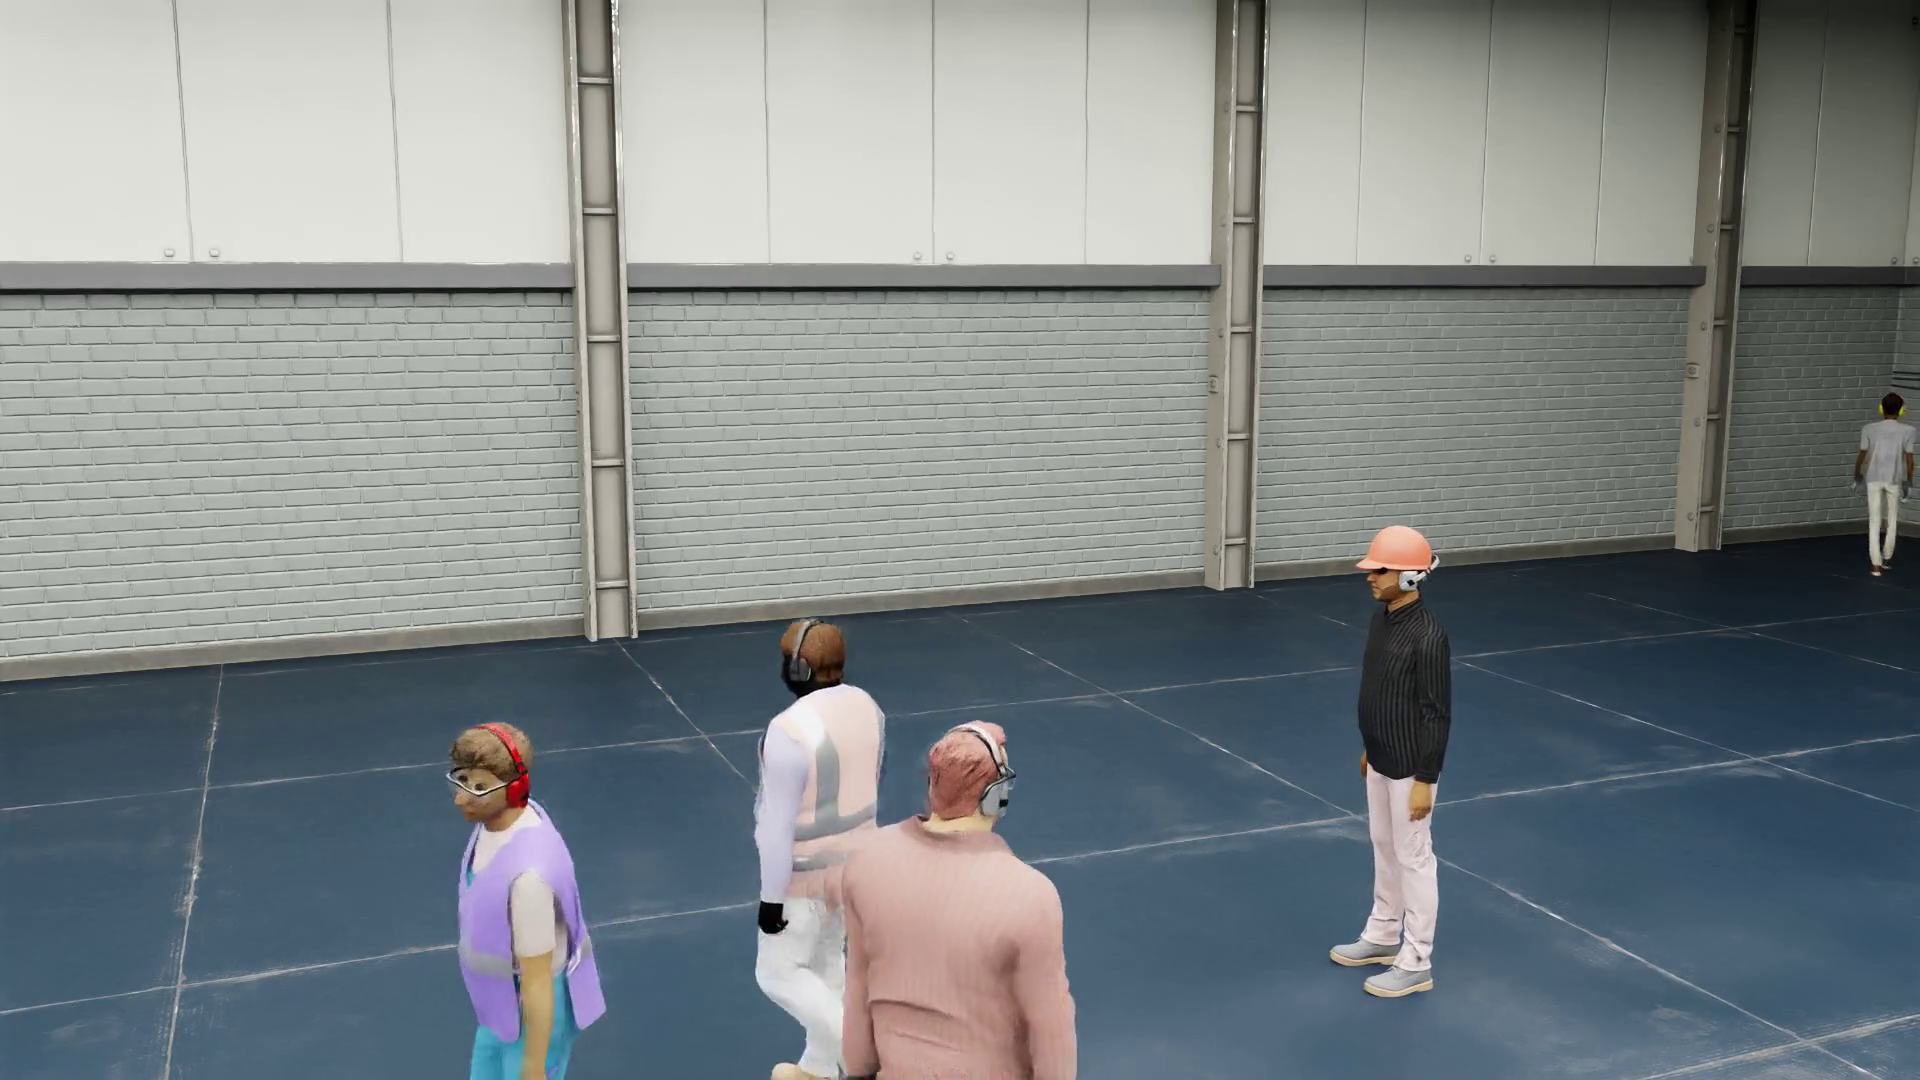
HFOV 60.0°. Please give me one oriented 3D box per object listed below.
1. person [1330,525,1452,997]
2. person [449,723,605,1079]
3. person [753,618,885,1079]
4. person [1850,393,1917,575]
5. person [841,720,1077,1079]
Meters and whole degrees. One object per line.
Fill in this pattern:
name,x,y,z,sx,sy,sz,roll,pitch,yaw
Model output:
person,1.846,0.926,7.044,0.391,1.995,0.613,-1,9,-9
person,-1.223,1.381,4.768,0.457,1.815,0.626,-5,10,-28
person,-0.468,1.185,5.955,0.542,1.824,0.642,5,10,28
person,9.441,-0.590,17.051,0.544,1.832,0.870,4,10,25
person,0.018,1.401,4.383,0.674,1.889,0.434,6,11,34
